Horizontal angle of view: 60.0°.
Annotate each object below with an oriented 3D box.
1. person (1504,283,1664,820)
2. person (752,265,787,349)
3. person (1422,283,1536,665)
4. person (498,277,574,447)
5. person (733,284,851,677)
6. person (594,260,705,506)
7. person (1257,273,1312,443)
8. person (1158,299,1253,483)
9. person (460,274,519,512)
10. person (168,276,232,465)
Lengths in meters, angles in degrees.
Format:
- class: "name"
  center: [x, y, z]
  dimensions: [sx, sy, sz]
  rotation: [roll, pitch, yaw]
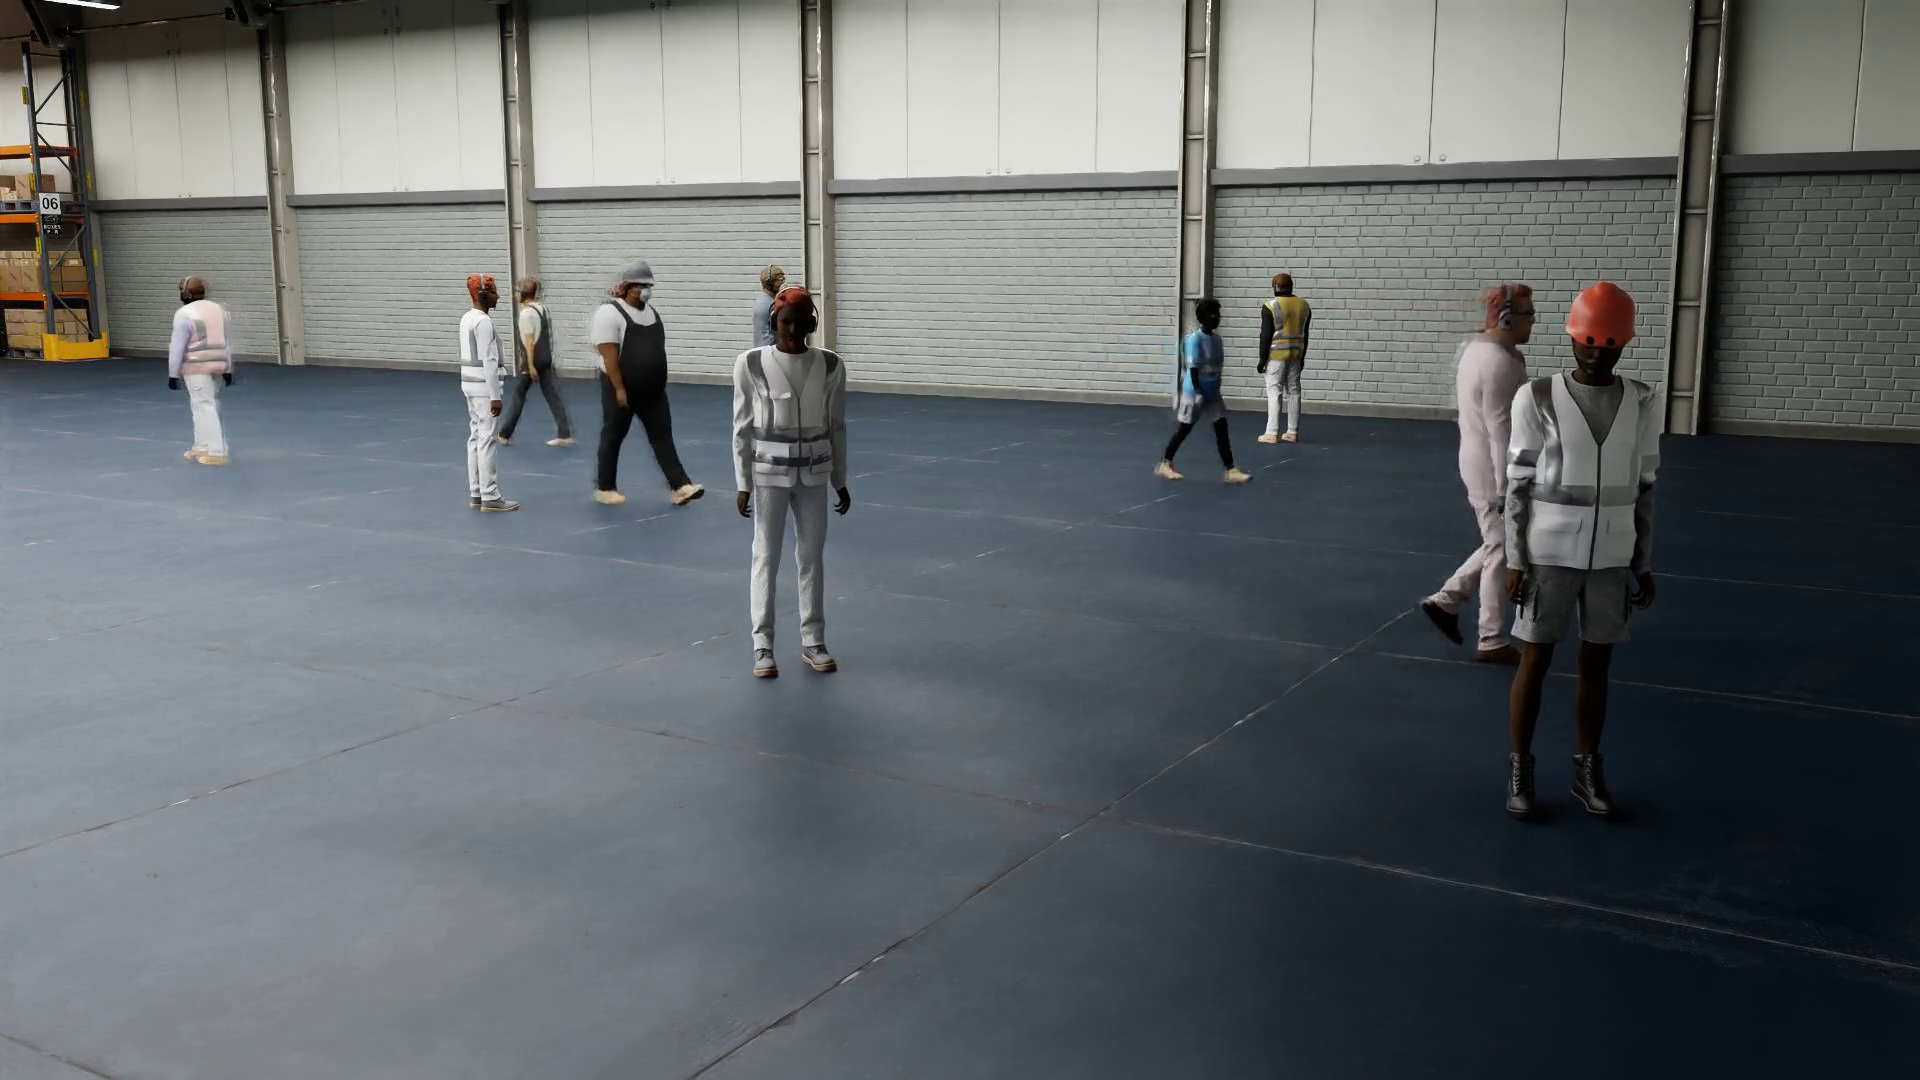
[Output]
- class: "person"
  center: [2.222, 0.056, 5.942]
  dimensions: [0.542, 1.928, 0.374]
  rotation: [0, 10, 1]
- class: "person"
  center: [-1.789, -1.642, 15.856]
  dimensions: [0.373, 1.940, 0.629]
  rotation: [0, 10, -1]
- class: "person"
  center: [2.648, -0.318, 8.237]
  dimensions: [0.473, 1.891, 0.671]
  rotation: [1, 10, 7]
- class: "person"
  center: [-4.567, -1.872, 17.630]
  dimensions: [0.974, 1.794, 0.514]
  rotation: [2, 10, 14]
- class: "person"
  center: [-0.812, -0.279, 8.064]
  dimensions: [0.573, 1.874, 0.354]
  rotation: [-4, 10, -21]
- class: "person"
  center: [-2.577, -1.274, 13.396]
  dimensions: [1.027, 2.000, 0.692]
  rotation: [8, 12, 39]
- class: "person"
  center: [3.492, -1.969, 18.067]
  dimensions: [0.622, 1.838, 0.429]
  rotation: [-5, 11, -26]
- class: "person"
  center: [2.165, -1.325, 14.846]
  dimensions: [0.886, 1.648, 0.547]
  rotation: [8, 13, 39]
- class: "person"
  center: [-3.771, -1.165, 13.224]
  dimensions: [0.350, 1.881, 0.583]
  rotation: [-6, 11, -32]
- class: "person"
  center: [-7.460, -1.632, 16.131]
  dimensions: [0.726, 1.818, 0.661]
  rotation: [2, 10, 13]
